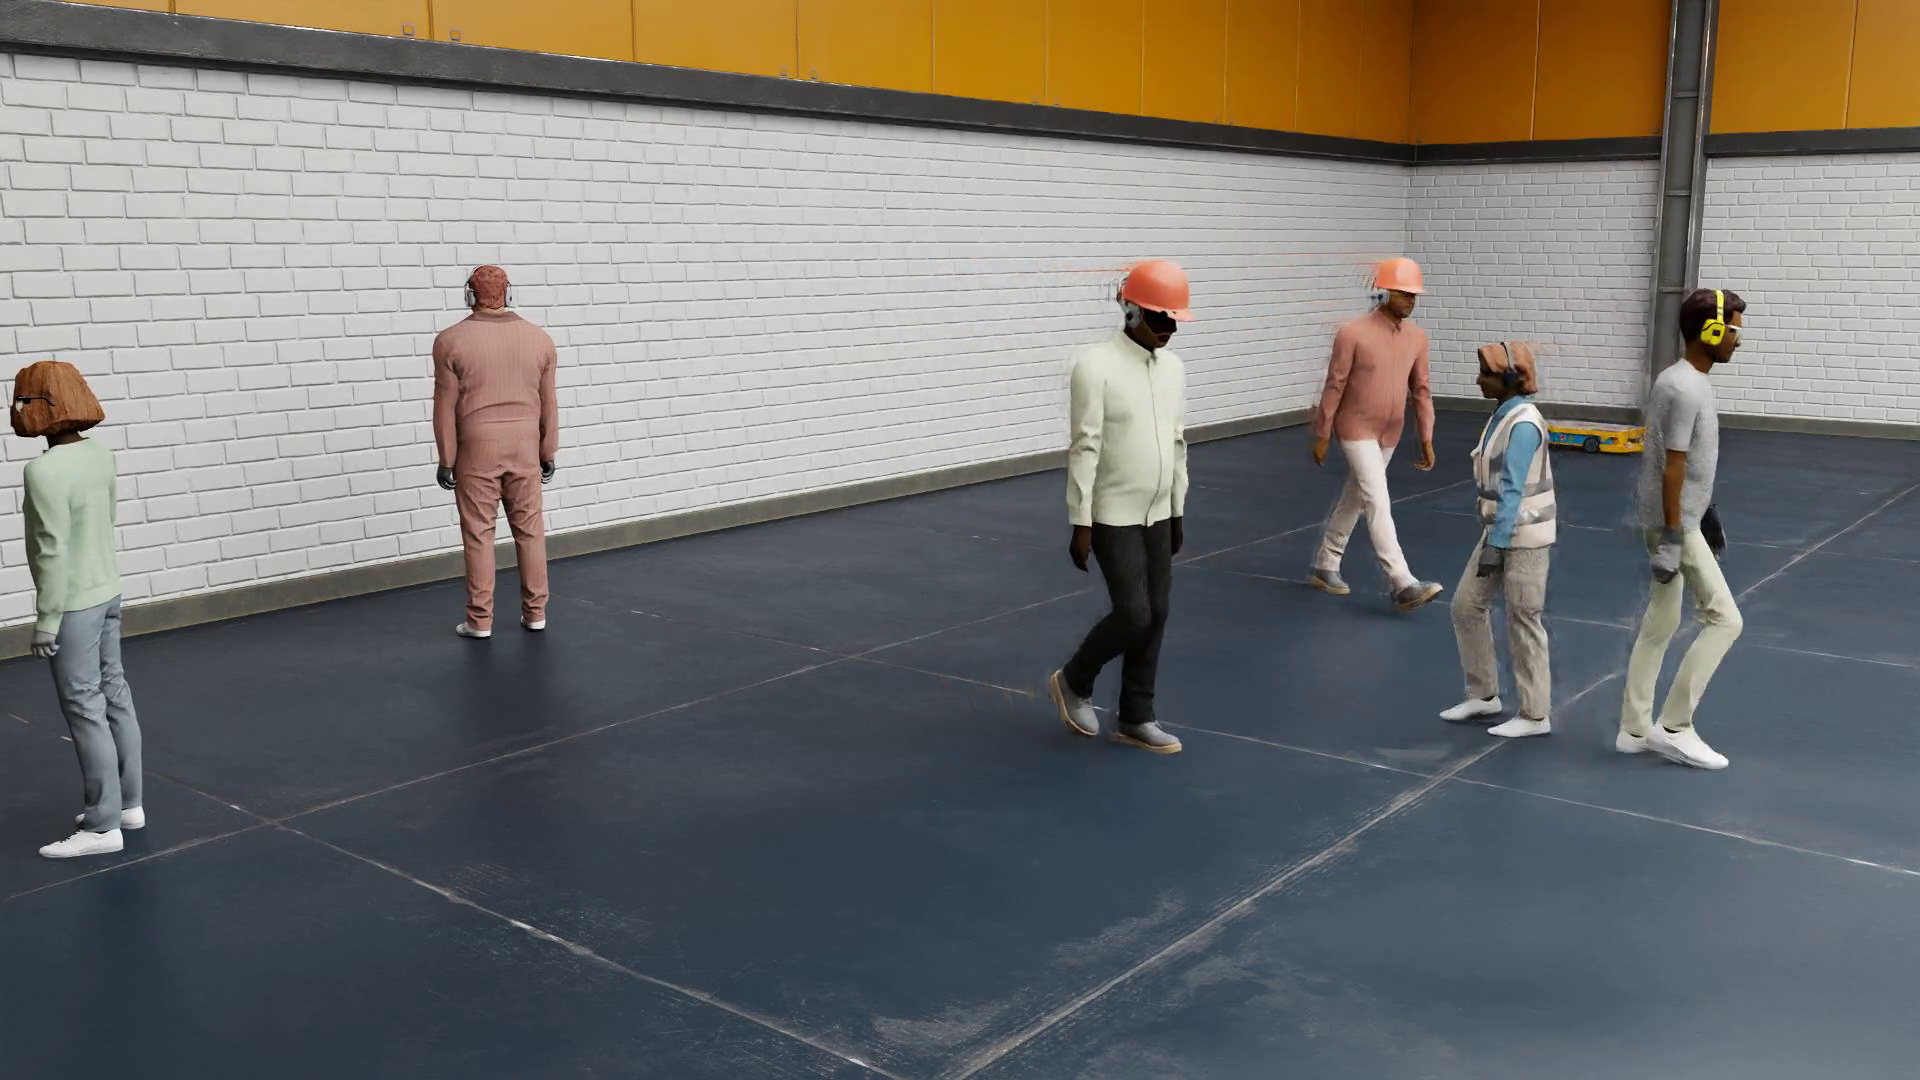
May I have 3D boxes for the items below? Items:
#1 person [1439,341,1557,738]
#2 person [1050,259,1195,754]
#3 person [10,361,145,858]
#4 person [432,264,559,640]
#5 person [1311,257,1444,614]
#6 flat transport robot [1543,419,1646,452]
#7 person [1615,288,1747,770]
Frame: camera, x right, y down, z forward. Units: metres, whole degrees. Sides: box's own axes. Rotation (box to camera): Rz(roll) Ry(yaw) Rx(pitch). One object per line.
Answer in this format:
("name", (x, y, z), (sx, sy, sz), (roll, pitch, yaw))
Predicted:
("person", (2.181, 0.008, 6.743), (0.544, 1.617, 0.546), (0, 10, 3))
("person", (0.655, -0.105, 6.450), (0.648, 1.953, 0.538), (-10, 14, -43))
("person", (-2.926, 0.226, 5.505), (0.278, 1.633, 0.507), (-1, 10, -6))
("person", (-2.372, -0.446, 8.503), (0.643, 1.903, 0.402), (-7, 13, -35))
("person", (2.333, -0.582, 9.176), (0.642, 1.916, 1.129), (-6, 12, -29))
("flat transport robot", (6.021, -1.032, 16.251), (0.652, 0.197, 1.431), (-9, 14, -42))
("person", (2.840, -0.039, 6.413), (0.551, 1.844, 0.497), (2, 11, 13))
